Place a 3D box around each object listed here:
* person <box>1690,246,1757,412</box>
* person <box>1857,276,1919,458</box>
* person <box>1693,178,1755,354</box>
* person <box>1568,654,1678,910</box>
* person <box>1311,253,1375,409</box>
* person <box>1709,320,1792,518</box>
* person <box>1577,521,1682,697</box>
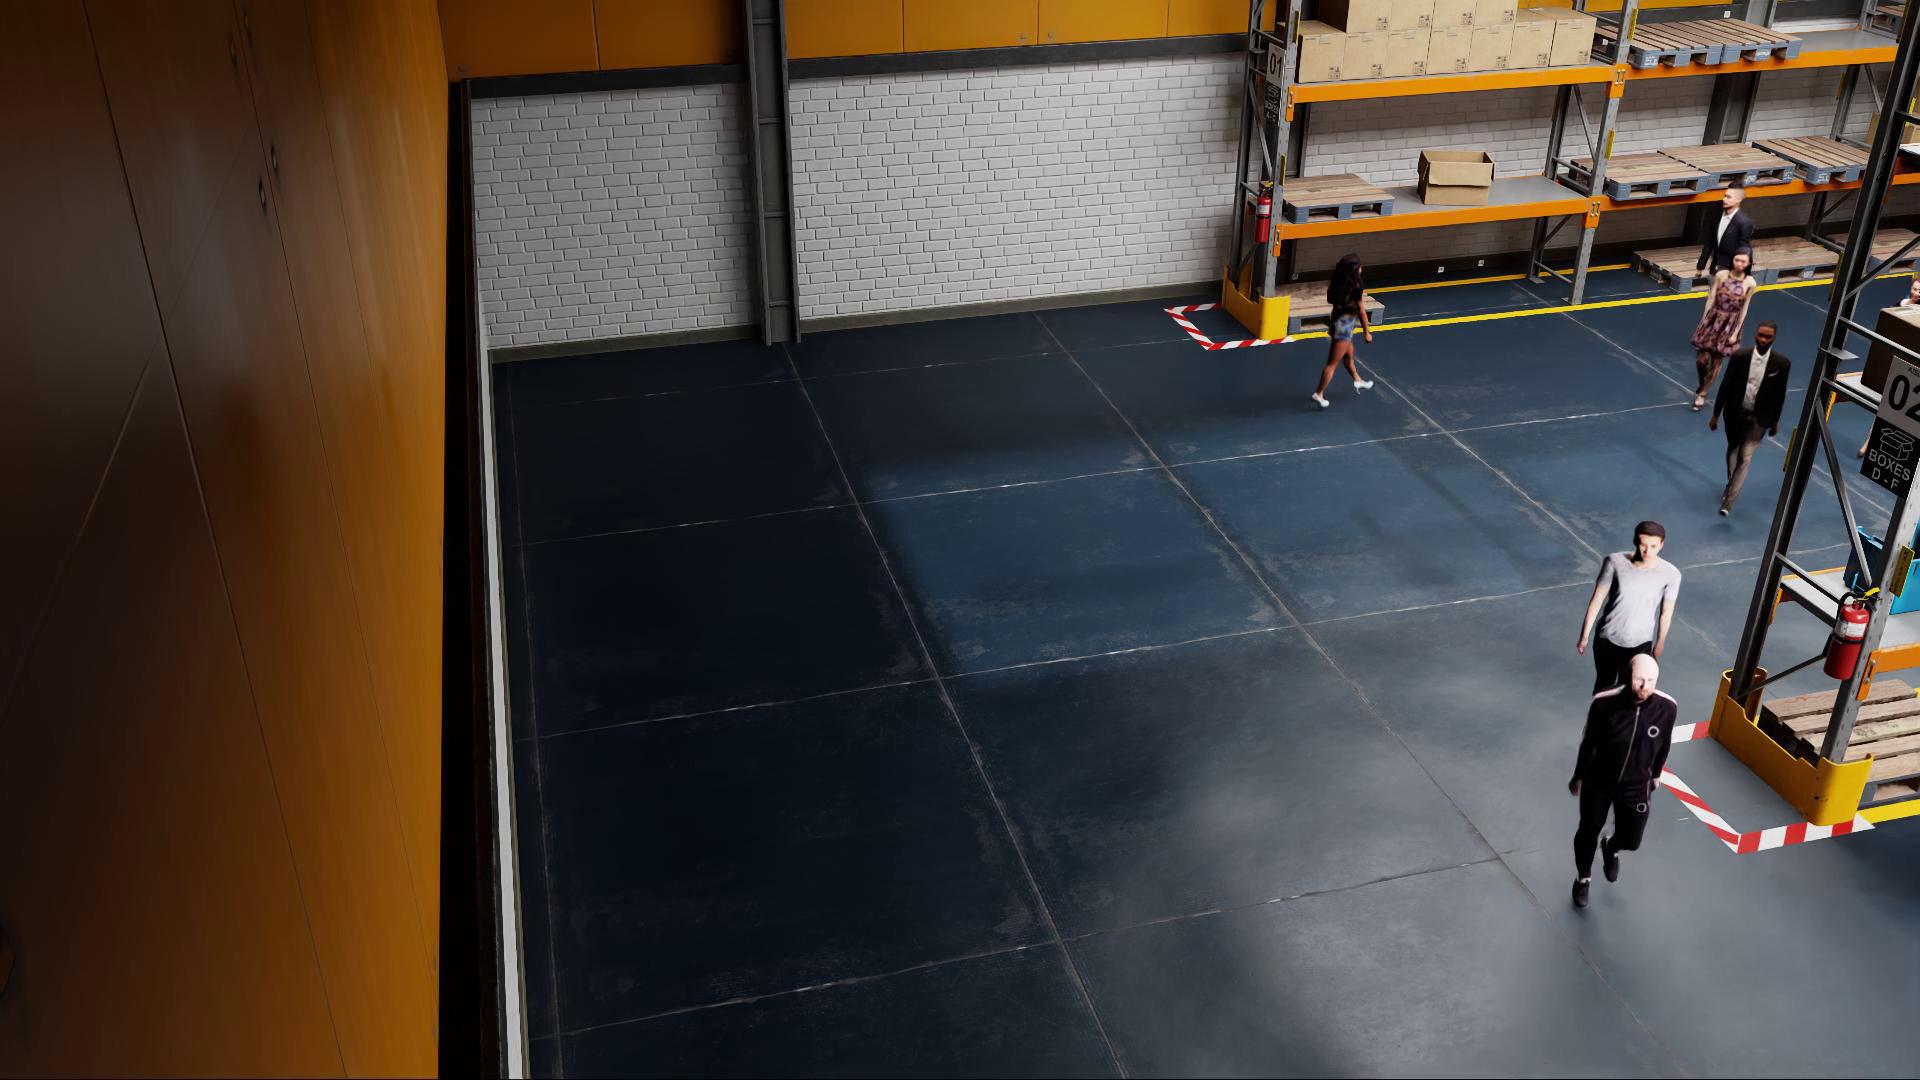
[{"bbox_3d":[7.667,-2.120,16.662,0.801,1.760,0.861,20,34,32],"label":"person"},{"bbox_3d":[8.923,-1.673,15.825,1.107,1.777,0.854,-21,35,-33],"label":"person"},{"bbox_3d":[8.360,-2.942,17.990,0.654,1.931,0.727,-8,30,-15],"label":"person"},{"bbox_3d":[3.981,1.405,10.137,0.847,1.819,0.920,7,29,13],"label":"person"},{"bbox_3d":[3.781,-2.058,16.728,0.997,1.587,0.584,-9,30,-16],"label":"person"},{"bbox_3d":[7.020,-1.114,14.822,1.143,1.756,1.246,18,33,30],"label":"person"},{"bbox_3d":[4.602,0.646,11.506,1.001,1.842,1.061,16,33,27],"label":"person"}]
